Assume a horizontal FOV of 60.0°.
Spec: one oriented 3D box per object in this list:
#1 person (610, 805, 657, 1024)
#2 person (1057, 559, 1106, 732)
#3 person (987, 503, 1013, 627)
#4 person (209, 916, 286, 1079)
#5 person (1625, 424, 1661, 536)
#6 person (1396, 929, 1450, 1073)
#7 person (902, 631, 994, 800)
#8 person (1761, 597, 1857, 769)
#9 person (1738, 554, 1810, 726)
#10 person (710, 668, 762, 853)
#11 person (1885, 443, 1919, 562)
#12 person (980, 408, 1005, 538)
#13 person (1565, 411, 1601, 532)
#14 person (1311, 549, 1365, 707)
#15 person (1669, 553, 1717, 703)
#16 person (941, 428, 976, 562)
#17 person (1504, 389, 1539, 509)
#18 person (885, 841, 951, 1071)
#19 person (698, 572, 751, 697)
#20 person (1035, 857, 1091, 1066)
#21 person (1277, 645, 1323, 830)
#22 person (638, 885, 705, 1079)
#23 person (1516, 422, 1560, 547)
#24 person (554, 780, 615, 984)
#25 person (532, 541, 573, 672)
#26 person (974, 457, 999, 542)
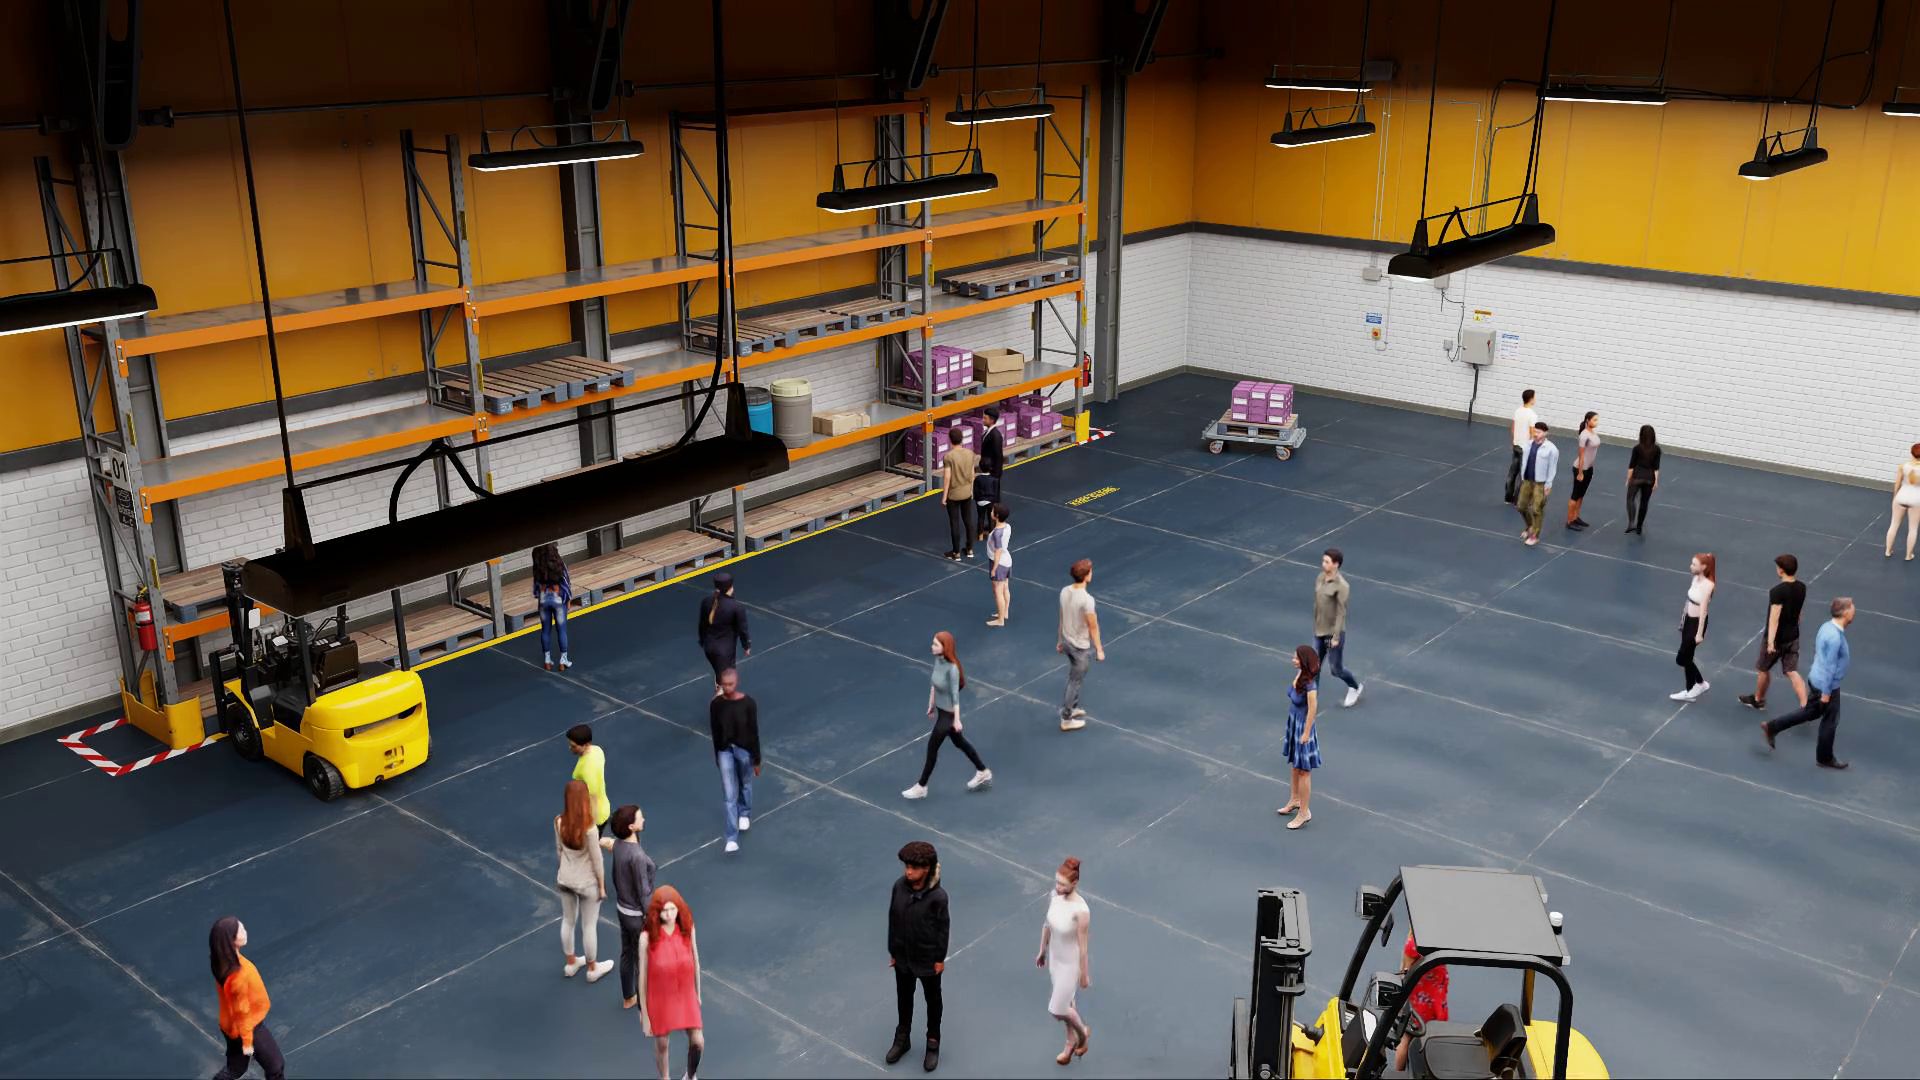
[{"bbox_3d":[-2.490,2.832,12.709,0.592,1.767,0.651,-14,23,-36],"label":"person"},{"bbox_3d":[1.163,1.135,17.571,0.804,1.879,0.792,-10,21,-26],"label":"person"},{"bbox_3d":[0.494,0.279,20.605,0.700,1.566,0.577,6,19,16],"label":"person"},{"bbox_3d":[-4.935,3.347,11.247,1.134,1.723,0.771,-15,23,-37],"label":"person"},{"bbox_3d":[9.783,-0.834,23.806,0.747,1.631,0.816,4,19,12],"label":"person"},{"bbox_3d":[3.277,3.229,11.802,0.543,1.592,0.679,-14,23,-36],"label":"person"},{"bbox_3d":[-0.044,1.702,16.166,1.238,1.700,1.001,-6,20,-18],"label":"person"},{"bbox_3d":[8.665,1.427,16.851,0.975,1.784,1.109,7,20,20],"label":"person"},{"bbox_3d":[8.867,1.080,17.815,1.207,1.827,1.094,-7,20,-20],"label":"person"},{"bbox_3d":[-2.047,1.965,15.386,1.092,1.700,1.185,-1,19,-2],"label":"person"},{"bbox_3d":[13.070,-0.538,22.909,0.536,1.642,0.453,15,24,38],"label":"person"},{"bbox_3d":[0.474,-0.986,23.867,0.795,1.881,0.769,-4,19,-10],"label":"person"},{"bbox_3d":[9.072,-1.026,24.200,0.658,1.745,0.461,15,24,38],"label":"person"},{"bbox_3d":[4.089,0.994,18.042,1.229,1.846,0.987,-9,21,-25],"label":"person"},{"bbox_3d":[8.162,0.980,18.258,0.805,1.733,0.736,2,19,7],"label":"person"},{"bbox_3d":[-0.014,-0.637,22.879,0.617,1.850,0.781,-11,22,-30],"label":"person"},{"bbox_3d":[8.532,-1.399,25.218,0.709,1.801,0.721,-7,20,-20],"label":"person"},{"bbox_3d":[-0.307,3.002,12.182,0.704,1.781,0.711,7,20,19],"label":"person"},{"bbox_3d":[-2.589,1.190,17.760,0.805,1.655,0.766,8,20,24],"label":"person"},{"bbox_3d":[0.860,3.057,12.013,0.770,1.784,0.724,-8,20,-22],"label":"person"},{"bbox_3d":[3.190,1.832,15.616,0.802,1.806,0.743,-2,19,-5],"label":"person"},{"bbox_3d":[-2.040,3.179,11.607,0.715,1.811,0.793,-8,20,-23],"label":"person"},{"bbox_3d":[8.200,-0.811,23.484,0.750,1.794,0.763,-14,23,-37],"label":"person"},{"bbox_3d":[-3.027,2.703,13.183,0.632,1.709,0.616,8,20,22],"label":"person"},{"bbox_3d":[-4.704,0.720,19.203,0.700,1.624,0.728,2,19,5],"label":"person"},{"bbox_3d":[0.376,-0.594,23.730,0.578,1.224,0.613,2,19,7],"label":"person"}]
